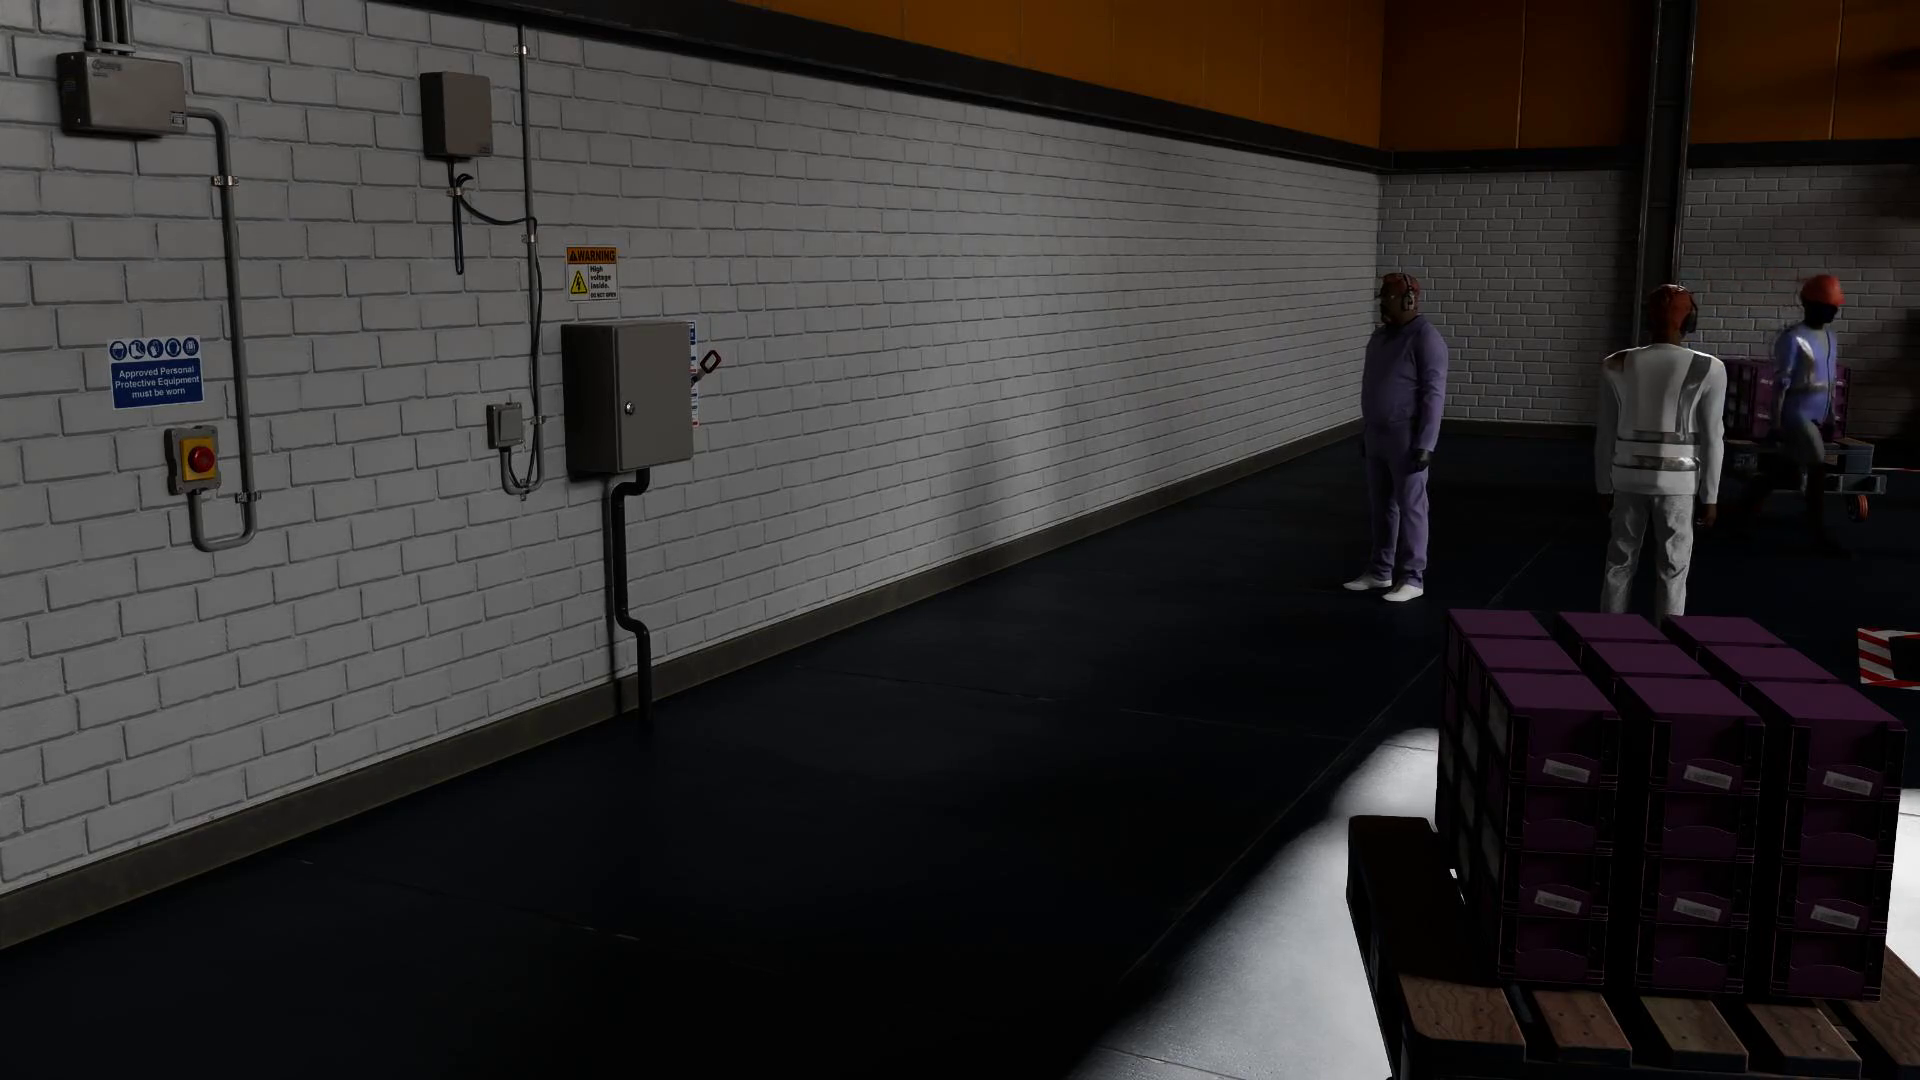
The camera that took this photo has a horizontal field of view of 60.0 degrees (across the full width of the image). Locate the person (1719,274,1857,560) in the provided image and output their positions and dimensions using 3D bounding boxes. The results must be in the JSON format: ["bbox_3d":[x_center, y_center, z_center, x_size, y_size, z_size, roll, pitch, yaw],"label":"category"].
[{"bbox_3d":[5.656,-0.857,11.286,0.555,1.899,0.966,-7,12,-34],"label":"person"}]

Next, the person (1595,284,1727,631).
[{"bbox_3d":[3.245,-0.244,7.762,0.576,1.880,0.351,8,13,40],"label":"person"}]

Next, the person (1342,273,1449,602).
[{"bbox_3d":[2.534,-0.596,9.712,0.399,1.909,0.642,-4,10,-20],"label":"person"}]
